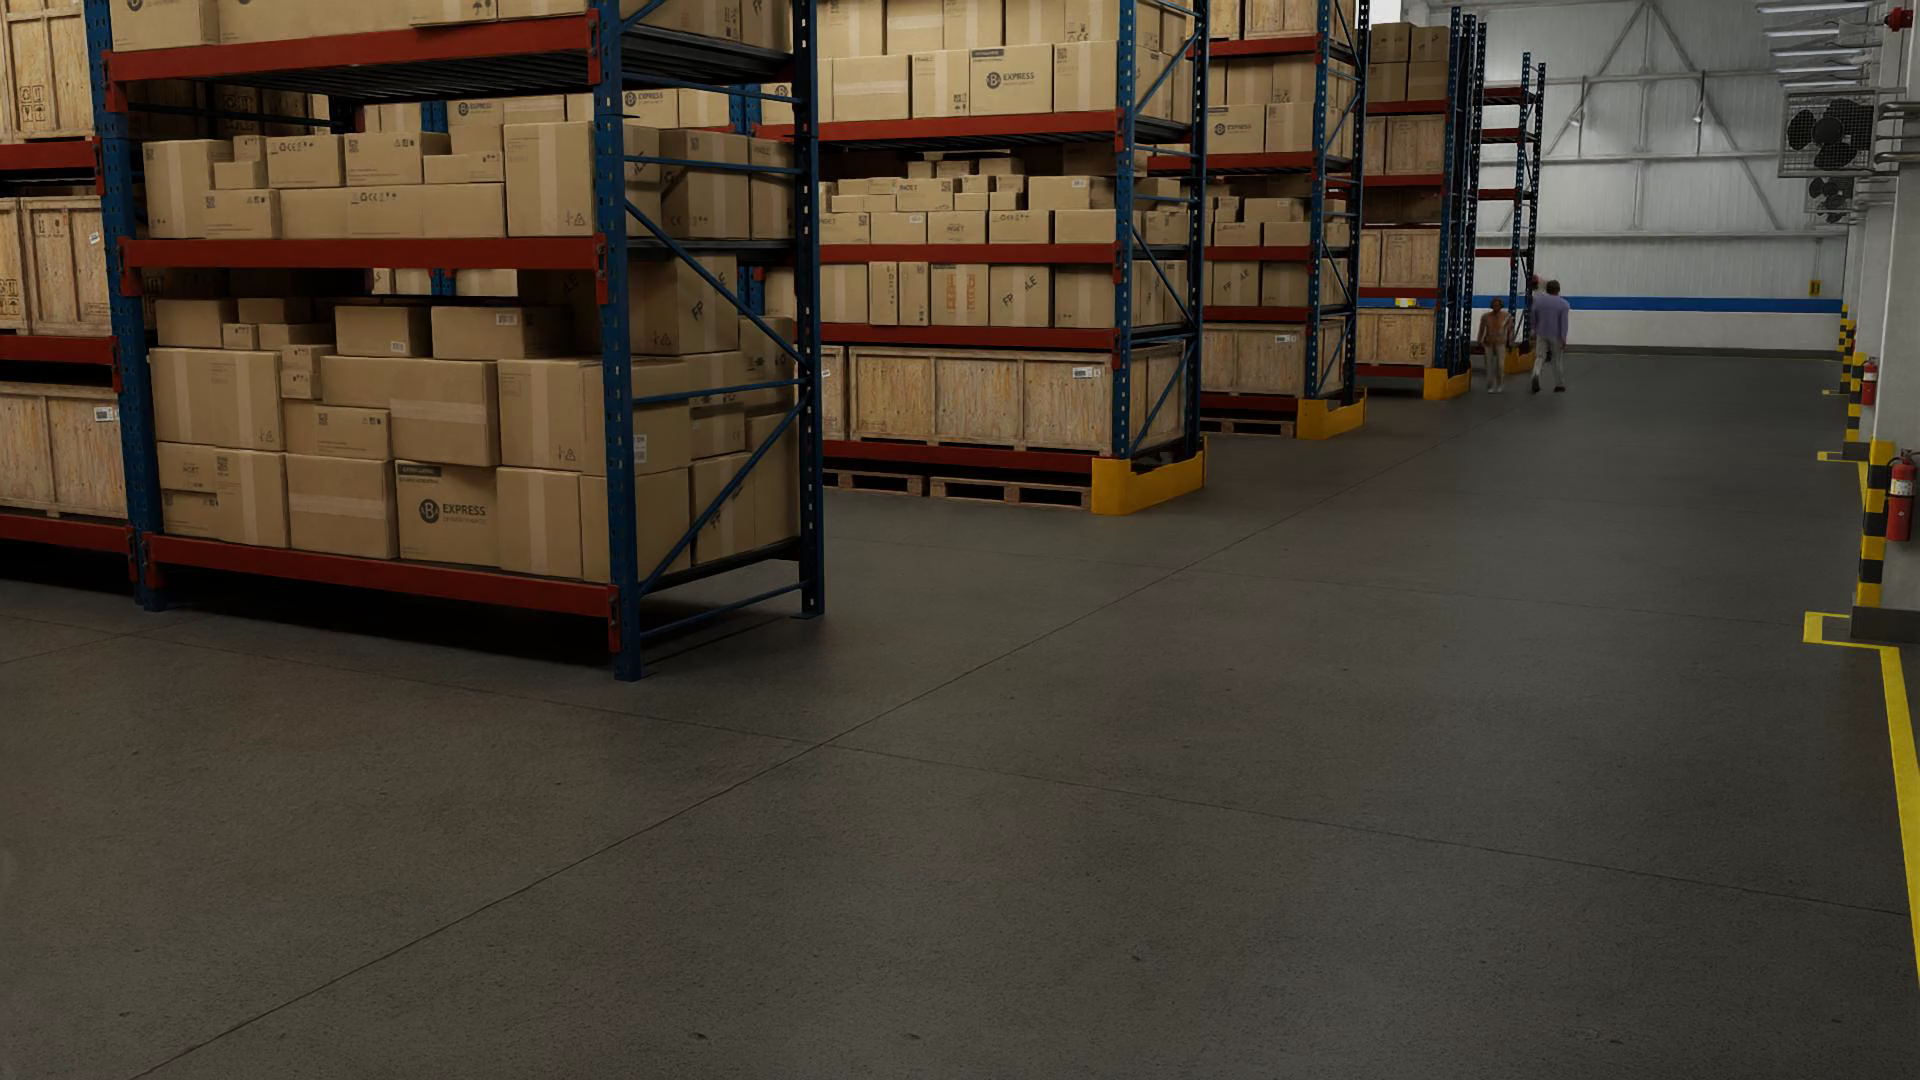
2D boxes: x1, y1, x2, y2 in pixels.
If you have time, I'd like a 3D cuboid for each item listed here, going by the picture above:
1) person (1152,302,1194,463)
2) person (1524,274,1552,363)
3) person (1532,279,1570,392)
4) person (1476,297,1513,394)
[{"bbox_3d":[2.284,-1.626,17.756,0.587,1.817,0.596,6,12,32],"label":"person"},{"bbox_3d":[12.042,-4.583,34.602,0.691,1.907,0.569,7,12,35],"label":"person"},{"bbox_3d":[9.823,-3.400,27.748,0.635,1.907,0.892,7,12,36],"label":"person"},{"bbox_3d":[8.848,-3.215,27.513,0.549,1.605,0.507,4,11,24],"label":"person"}]
